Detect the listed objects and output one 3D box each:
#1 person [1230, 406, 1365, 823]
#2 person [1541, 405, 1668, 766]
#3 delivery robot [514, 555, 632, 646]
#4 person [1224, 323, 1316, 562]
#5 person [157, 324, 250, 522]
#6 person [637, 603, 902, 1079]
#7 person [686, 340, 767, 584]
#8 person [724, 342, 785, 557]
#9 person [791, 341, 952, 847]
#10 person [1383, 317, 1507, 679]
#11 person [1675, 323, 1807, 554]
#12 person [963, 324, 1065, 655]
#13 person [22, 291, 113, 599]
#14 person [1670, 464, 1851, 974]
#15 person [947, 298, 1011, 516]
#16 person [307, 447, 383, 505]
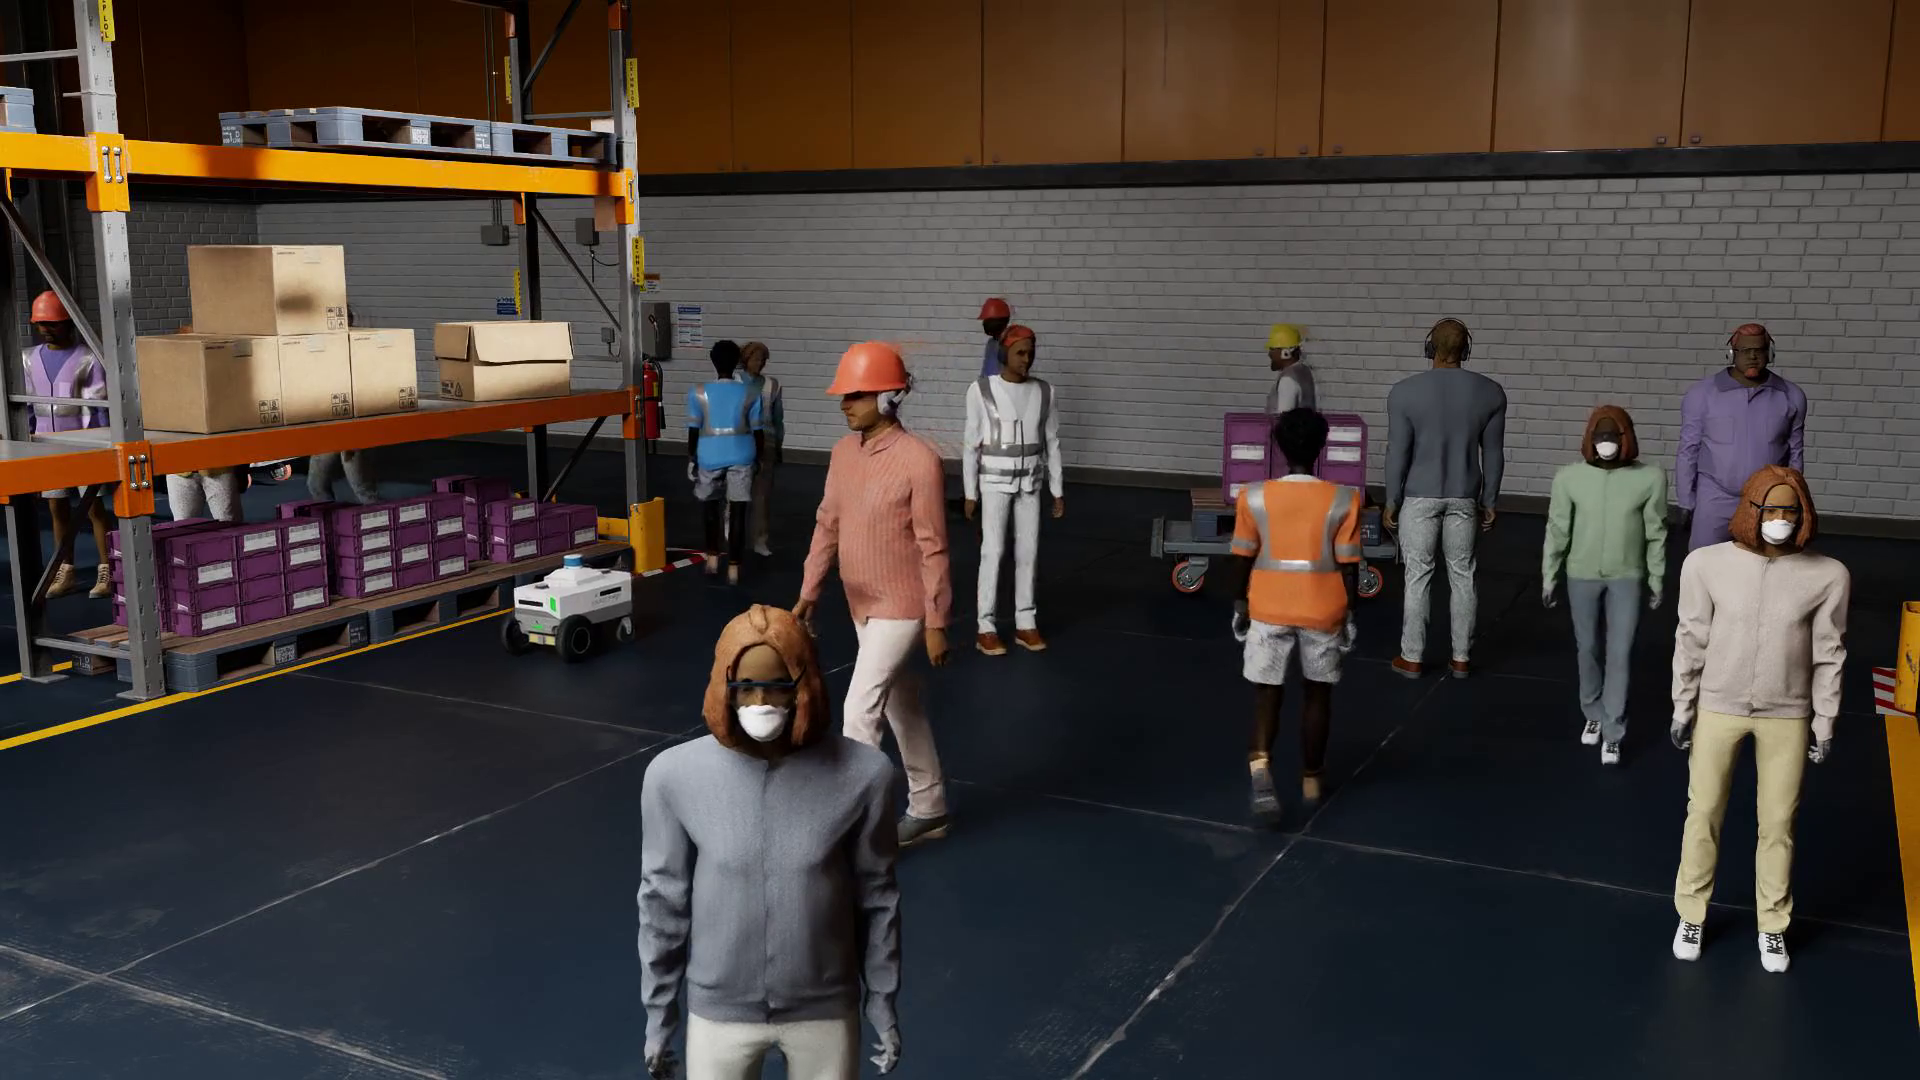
[{"bbox_3d":[1.339,0.306,6.673,0.537,1.677,0.704,3,10,17],"label":"person"},{"bbox_3d":[2.881,0.202,7.477,0.519,1.590,0.809,5,11,25],"label":"person"},{"bbox_3d":[-2.204,0.327,9.508,0.477,0.478,0.707,5,11,29],"label":"delivery robot"},{"bbox_3d":[2.428,-0.680,12.055,0.929,1.785,0.597,3,10,16],"label":"person"},{"bbox_3d":[-4.856,-0.459,10.654,0.621,1.835,0.430,-1,10,-3],"label":"person"},{"bbox_3d":[-0.362,0.921,3.222,0.507,1.631,0.268,-1,10,-5],"label":"person"},{"bbox_3d":[-1.629,-0.557,11.632,0.557,1.669,0.689,-2,10,-9],"label":"person"},{"bbox_3d":[-1.592,-0.694,12.585,0.527,1.619,0.469,-5,11,-28],"label":"person"},{"bbox_3d":[-0.379,0.257,6.134,0.952,1.955,0.634,-6,12,-32],"label":"person"},{"bbox_3d":[2.578,-0.215,8.910,0.635,1.939,0.362,0,10,1],"label":"person"},{"bbox_3d":[4.194,-0.207,8.961,0.645,1.908,0.408,2,10,11],"label":"person"},{"bbox_3d":[0.298,-0.290,9.528,0.602,1.875,0.390,-4,11,-24],"label":"person"},{"bbox_3d":[-5.869,-0.611,10.937,0.607,2.035,0.406,0,10,2],"label":"person"},{"bbox_3d":[2.529,0.566,5.304,0.497,1.629,0.277,4,10,20],"label":"person"},{"bbox_3d":[0.268,-1.140,14.413,0.995,1.883,0.562,-3,10,-16],"label":"person"},{"bbox_3d":[-4.545,-0.751,12.076,0.656,1.911,0.746,9,13,43],"label":"person"}]
